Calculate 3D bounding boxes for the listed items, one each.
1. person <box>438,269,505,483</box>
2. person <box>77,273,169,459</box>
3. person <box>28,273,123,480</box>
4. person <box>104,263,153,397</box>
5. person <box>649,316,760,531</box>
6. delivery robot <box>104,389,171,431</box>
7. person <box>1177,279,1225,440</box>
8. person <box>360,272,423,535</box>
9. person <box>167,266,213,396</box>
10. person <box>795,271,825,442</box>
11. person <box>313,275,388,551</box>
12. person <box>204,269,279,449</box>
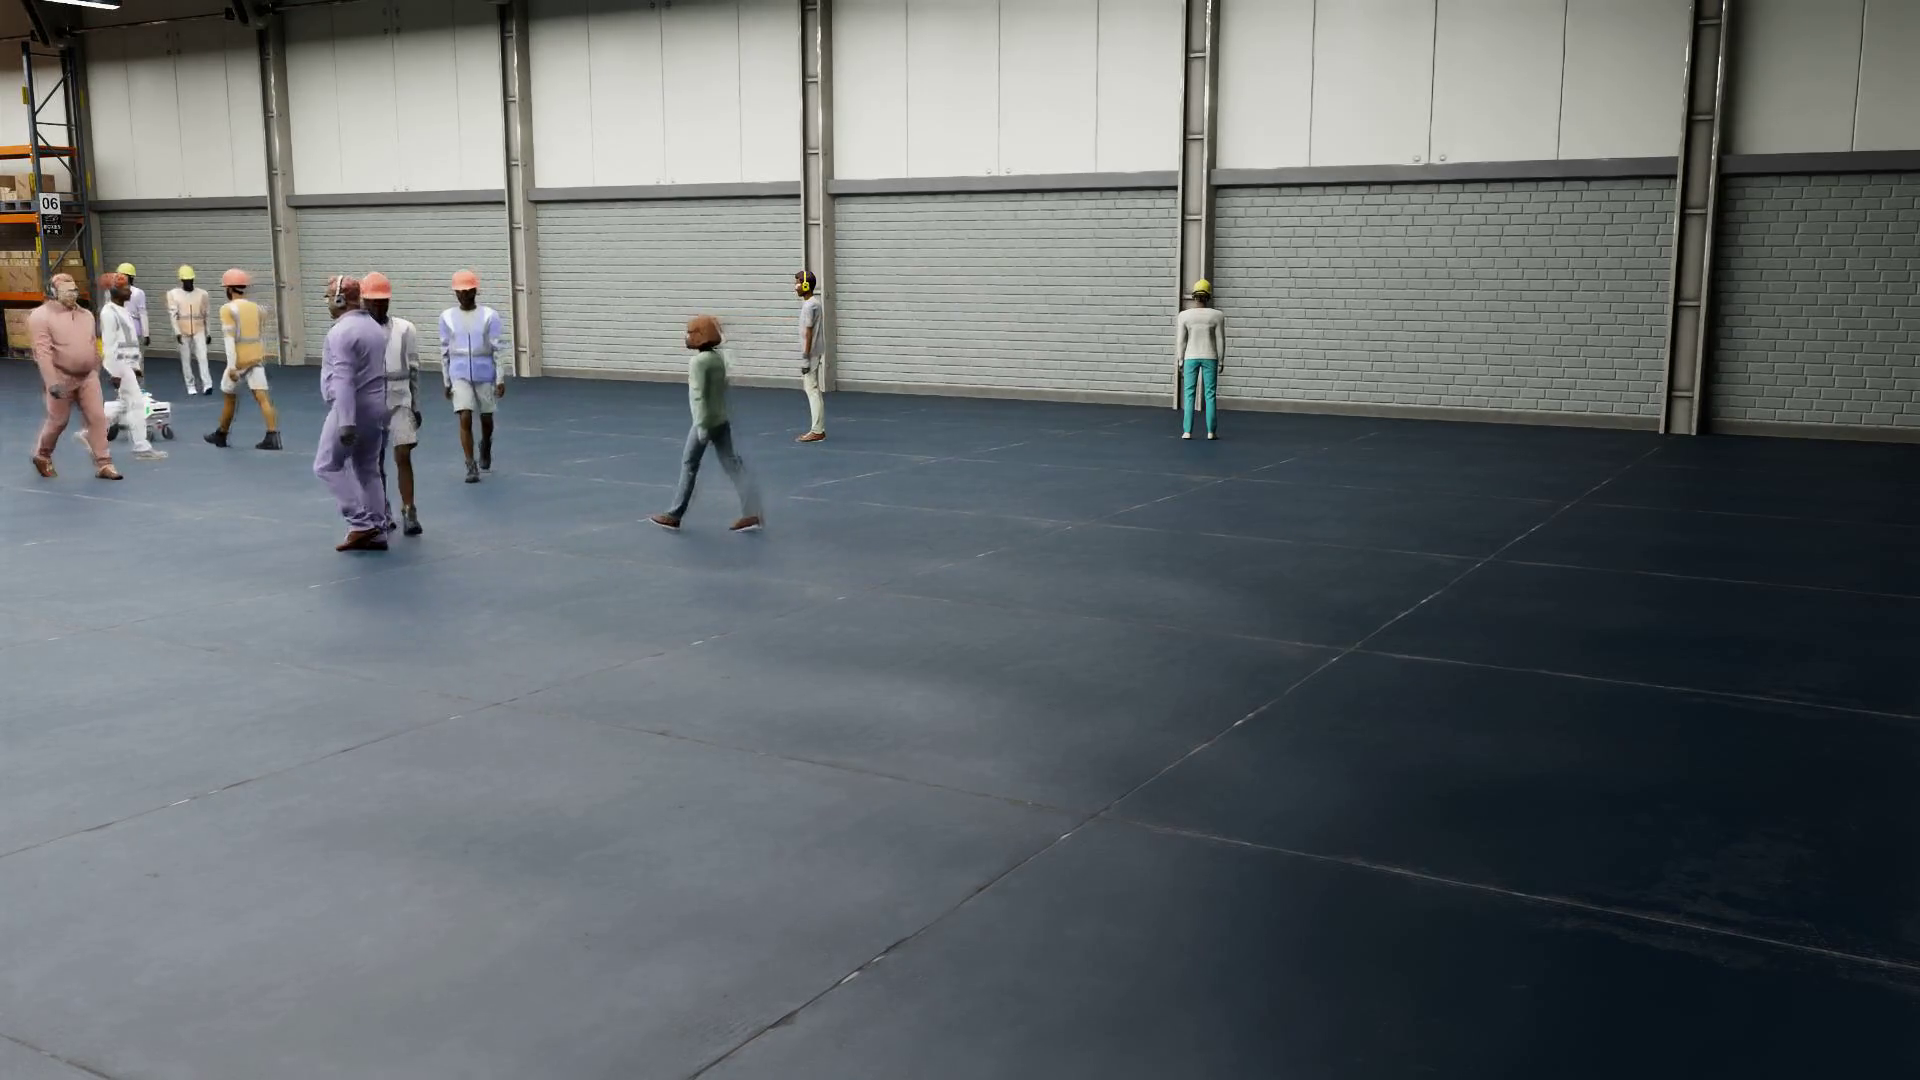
[{"bbox_3d":[-4.420,-1.498,15.087,0.552,1.913,0.776,-2,10,-13],"label":"person"},{"bbox_3d":[-8.354,-1.708,16.469,0.753,1.864,0.580,-3,10,-16],"label":"person"},{"bbox_3d":[-8.089,-1.475,15.072,0.893,1.876,0.643,5,11,28],"label":"person"},{"bbox_3d":[-11.848,-2.977,23.713,0.603,1.919,0.393,0,10,2],"label":"person"},{"bbox_3d":[-1.862,-0.848,12.215,0.876,1.586,0.520,3,10,19],"label":"person"},{"bbox_3d":[-9.055,-1.417,18.308,0.707,0.478,0.477,4,11,23],"label":"delivery robot"},{"bbox_3d":[2.651,-1.975,18.308,0.525,1.769,0.311,2,10,10],"label":"person"},{"bbox_3d":[-4.160,-0.968,12.023,0.563,1.891,0.939,-5,11,-26],"label":"person"},{"bbox_3d":[-11.139,-3.018,24.110,0.594,1.867,0.991,-6,12,-33],"label":"person"},{"bbox_3d":[-1.643,-2.004,18.208,0.314,1.863,0.515,0,10,1],"label":"person"},{"bbox_3d":[-4.158,-0.845,11.316,0.462,1.889,0.655,1,10,5],"label":"person"},{"bbox_3d":[-7.561,-1.891,17.479,1.009,1.880,0.563,4,11,25],"label":"person"}]
